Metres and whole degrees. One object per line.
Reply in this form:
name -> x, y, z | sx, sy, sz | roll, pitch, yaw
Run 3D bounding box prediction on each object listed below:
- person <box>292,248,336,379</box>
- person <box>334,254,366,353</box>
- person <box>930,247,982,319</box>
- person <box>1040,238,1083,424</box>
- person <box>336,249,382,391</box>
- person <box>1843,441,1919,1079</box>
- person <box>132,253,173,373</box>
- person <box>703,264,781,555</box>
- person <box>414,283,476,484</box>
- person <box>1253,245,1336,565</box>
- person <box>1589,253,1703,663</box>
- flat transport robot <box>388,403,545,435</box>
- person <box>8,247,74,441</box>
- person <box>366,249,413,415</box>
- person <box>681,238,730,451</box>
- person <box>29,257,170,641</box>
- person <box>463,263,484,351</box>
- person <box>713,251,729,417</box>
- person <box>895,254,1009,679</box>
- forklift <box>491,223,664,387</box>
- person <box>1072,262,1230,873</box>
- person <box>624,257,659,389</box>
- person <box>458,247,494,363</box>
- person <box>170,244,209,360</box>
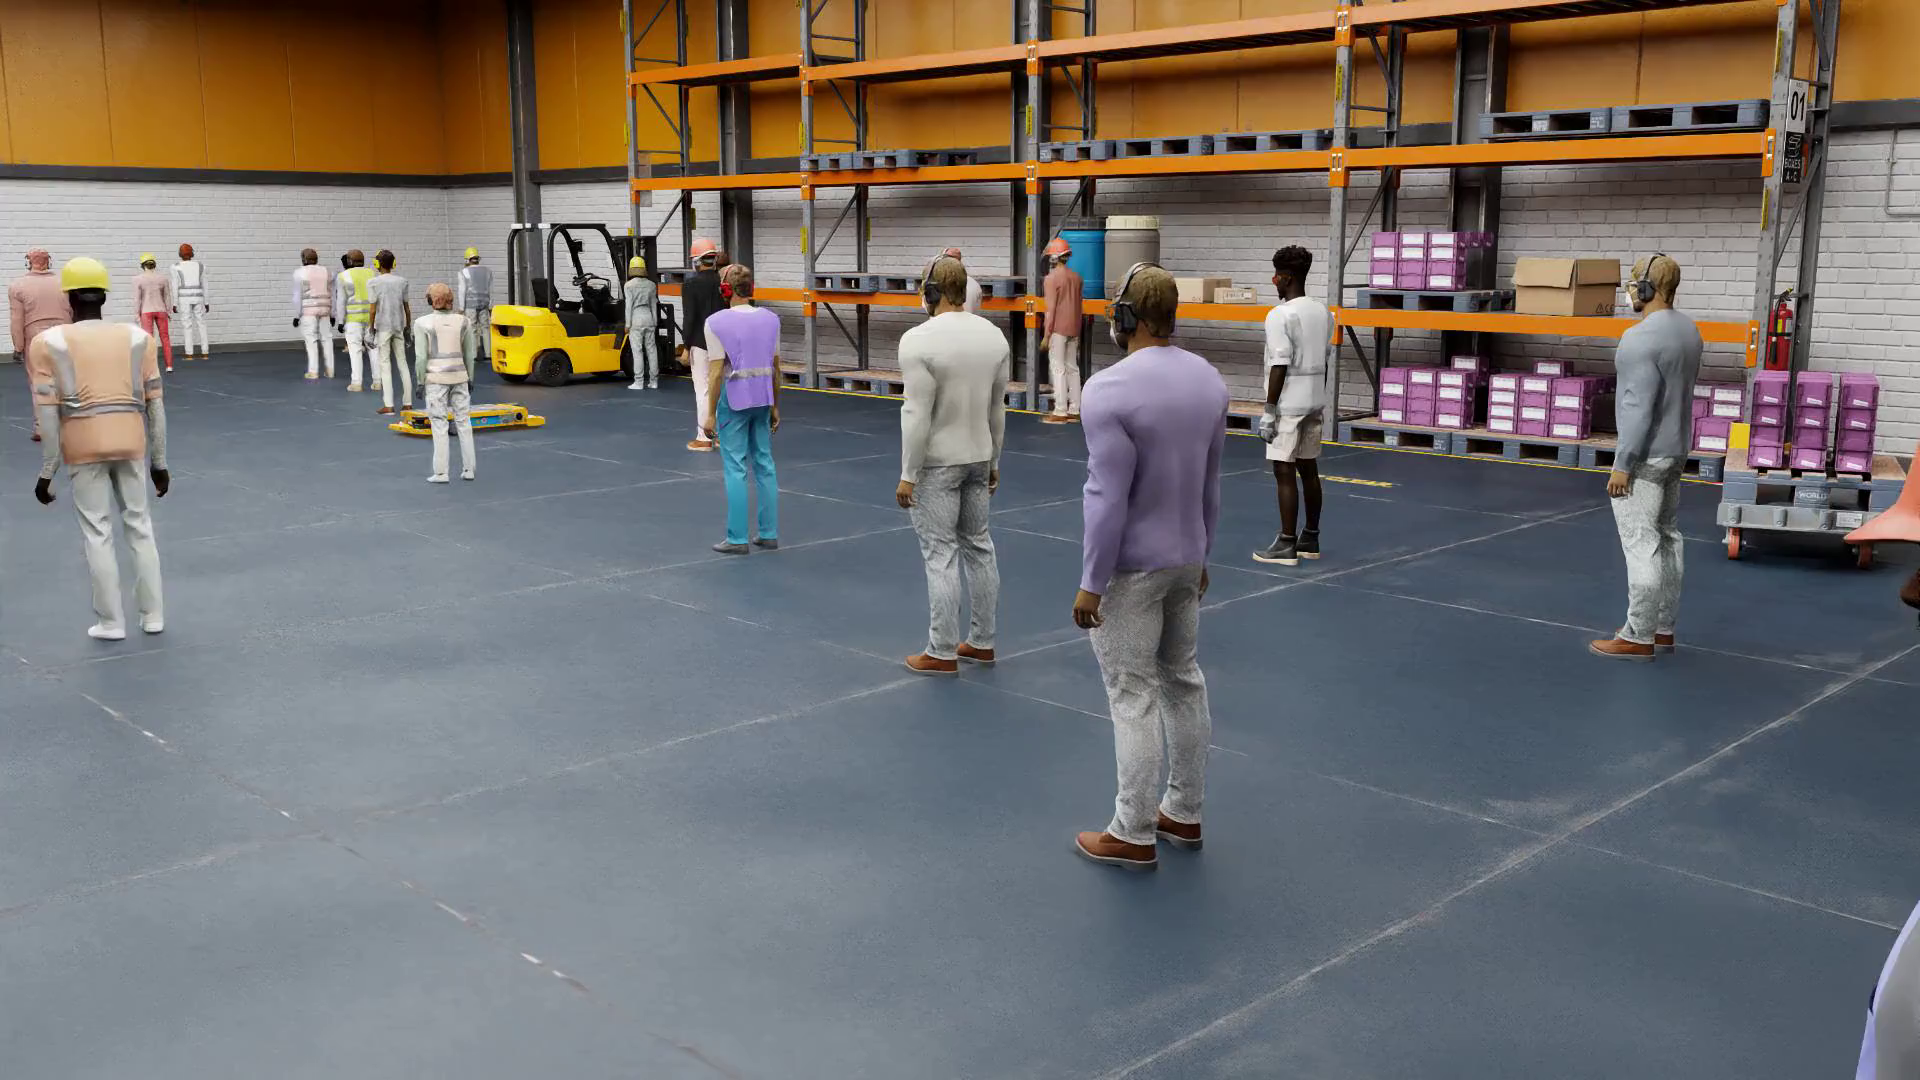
person -> -9.153, -3.203, 23.584 | 0.432, 1.838, 0.648 | 8, 13, 38
person -> -10.480, -4.055, 28.596 | 0.540, 1.695, 0.317 | -10, 14, -44
person -> -0.085, -1.876, 16.144 | 0.651, 1.904, 0.403 | -10, 14, -44
person -> 1.082, -2.241, 17.918 | 0.411, 1.988, 0.645 | 8, 13, 38
person -> -7.818, -2.857, 21.675 | 0.633, 1.839, 0.429 | -10, 14, -44
person -> 0.923, 0.793, 1.504 | 0.551, 1.934, 0.373 | -10, 14, -44
person -> -11.875, -3.329, 24.454 | 0.533, 1.765, 0.331 | -10, 14, -44
person -> -1.366, -0.825, 10.581 | 0.570, 1.840, 0.373 | -10, 14, -44
person -> -4.209, -1.278, 13.611 | 0.522, 1.638, 0.310 | -10, 14, -44
person -> 2.054, -0.830, 10.276 | 0.613, 1.961, 0.368 | -10, 14, -44
person -> 3.284, -0.386, 7.928 | 0.635, 1.937, 0.352 | -10, 14, -44
flat transport robot -> -5.111, -1.264, 17.264 | 1.431, 0.197, 0.652 | -10, 14, -44
person -> -9.009, -1.924, 16.406 | 0.651, 1.904, 0.403 | -10, 14, -44
person -> -6.463, -2.352, 18.842 | 0.533, 1.868, 0.310 | -10, 14, -44
person -> -2.378, -1.836, 15.688 | 0.622, 1.990, 0.402 | -10, 14, -44
person -> -4.314, -0.444, 8.354 | 0.454, 1.912, 0.617 | 10, 14, 43
person -> -8.531, -4.144, 29.292 | 0.329, 1.622, 0.525 | 8, 13, 36
person -> -2.672, -2.302, 18.642 | 0.633, 1.841, 0.429 | -10, 14, -44
person -> -0.041, -0.333, 7.639 | 0.635, 1.936, 0.356 | -10, 14, -44
forklift -> -5.316, -3.263, 22.920 | 2.313, 2.155, 1.214 | -10, 14, -44
person -> 0.601, 0.091, 5.329 | 0.635, 1.937, 0.352 | -10, 14, -44
person -> -4.227, -2.862, 21.968 | 0.492, 1.740, 0.324 | -10, 14, -44
person -> -7.685, -3.714, 26.373 | 0.600, 1.827, 0.404 | -10, 14, -44
person -> -12.489, -3.857, 27.003 | 0.584, 1.882, 0.337 | -10, 14, -44
